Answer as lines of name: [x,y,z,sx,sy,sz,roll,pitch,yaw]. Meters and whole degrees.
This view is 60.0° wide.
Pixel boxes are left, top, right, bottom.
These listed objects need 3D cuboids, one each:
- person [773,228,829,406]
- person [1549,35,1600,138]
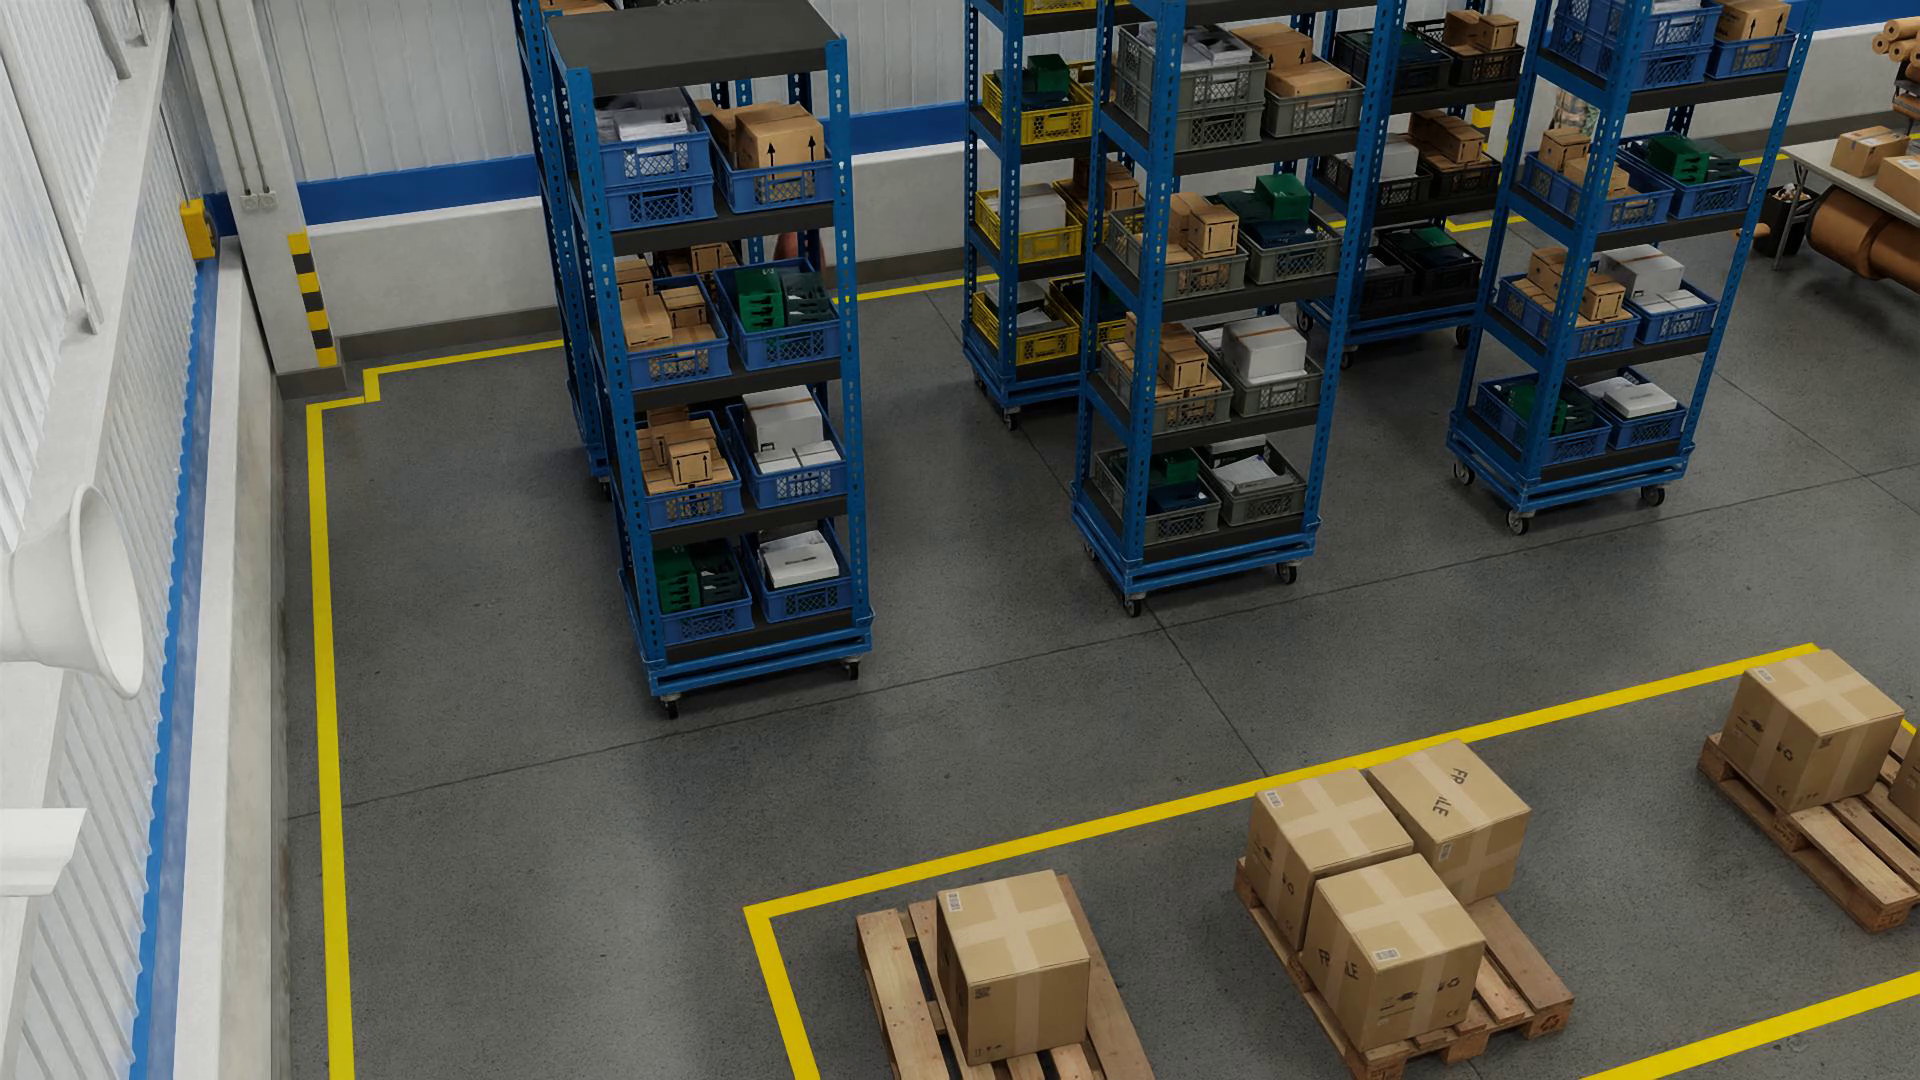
person: [-1.036,-1.461,10.619,0.395,1.994,0.613,1,35,2]
person: [5.001,-3.354,13.607,0.309,1.640,0.513,-9,36,-12]
